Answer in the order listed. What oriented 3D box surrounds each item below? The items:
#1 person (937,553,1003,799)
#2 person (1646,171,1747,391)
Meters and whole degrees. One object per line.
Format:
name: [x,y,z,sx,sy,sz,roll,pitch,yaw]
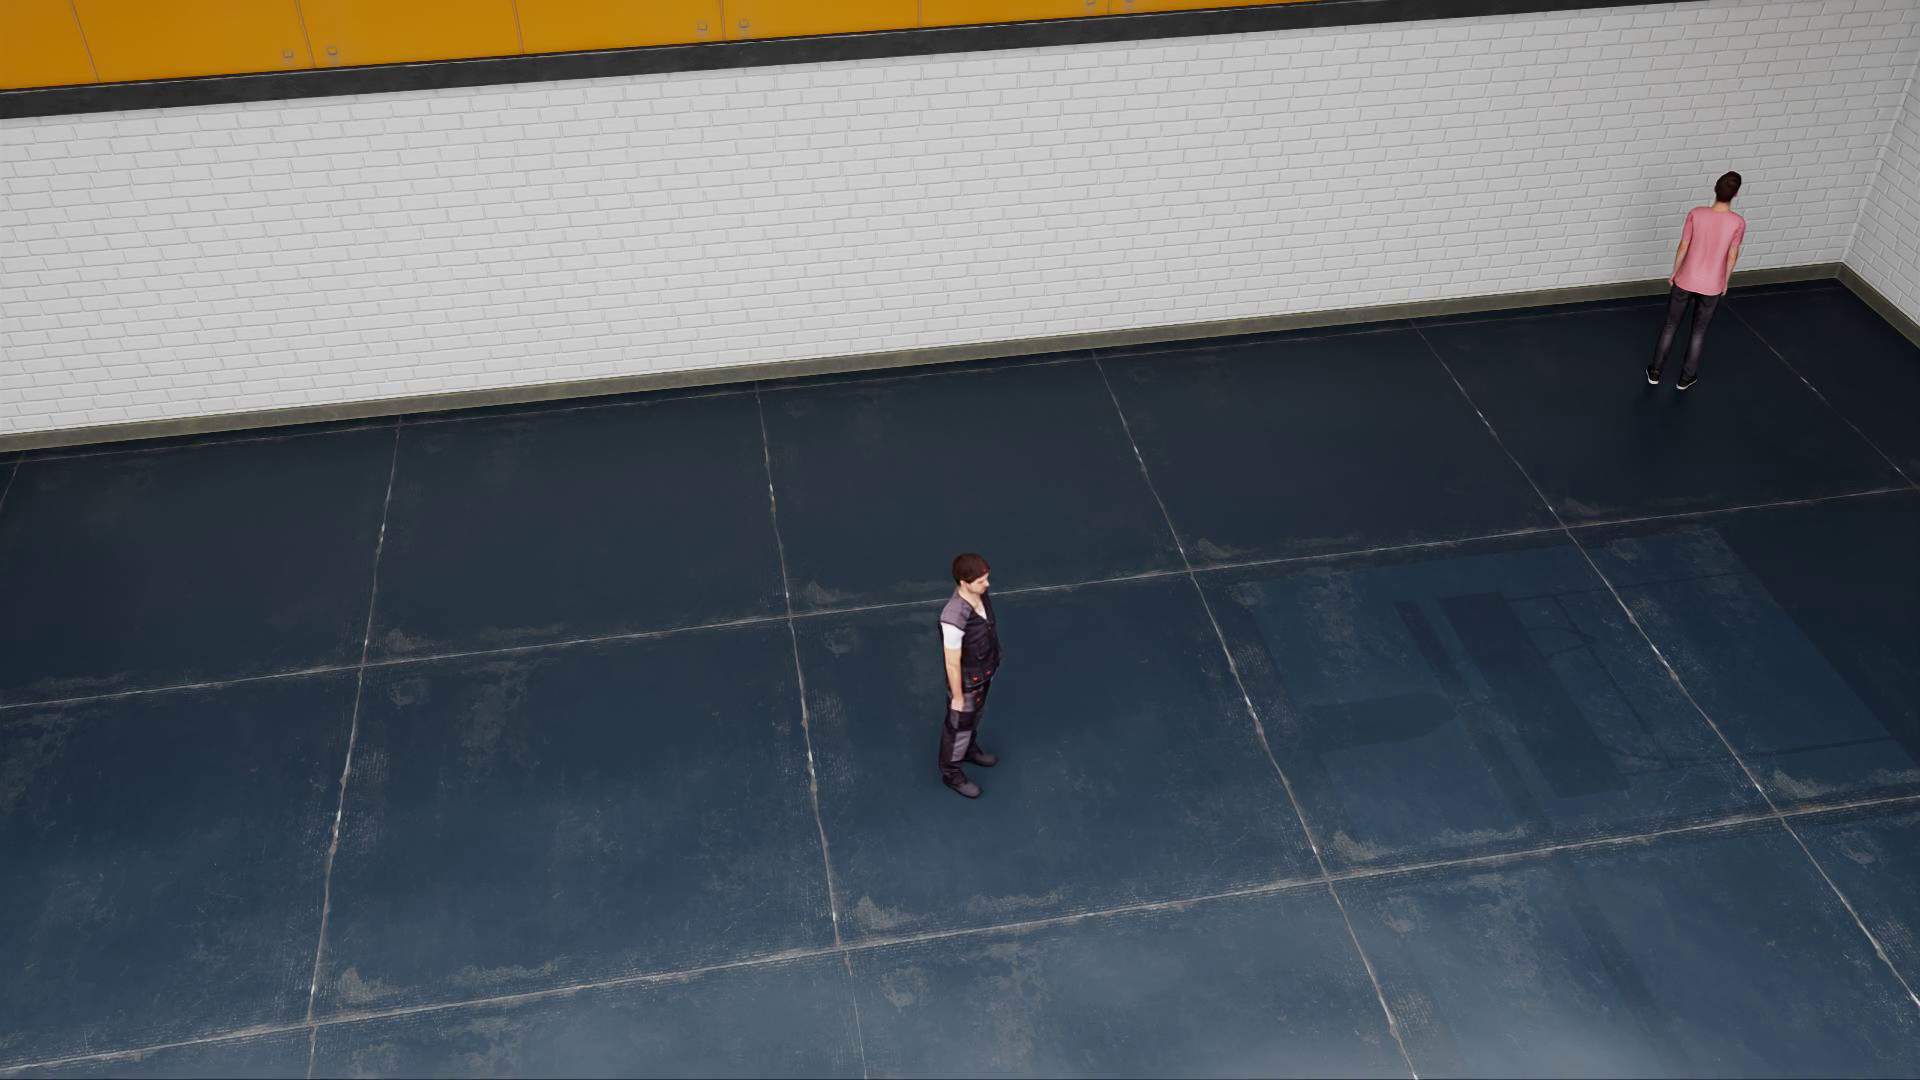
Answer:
person: [0.040,0.801,10.254,0.790,1.847,0.678,13,40,15]
person: [6.157,-2.151,13.860,0.708,1.959,0.738,17,42,20]
